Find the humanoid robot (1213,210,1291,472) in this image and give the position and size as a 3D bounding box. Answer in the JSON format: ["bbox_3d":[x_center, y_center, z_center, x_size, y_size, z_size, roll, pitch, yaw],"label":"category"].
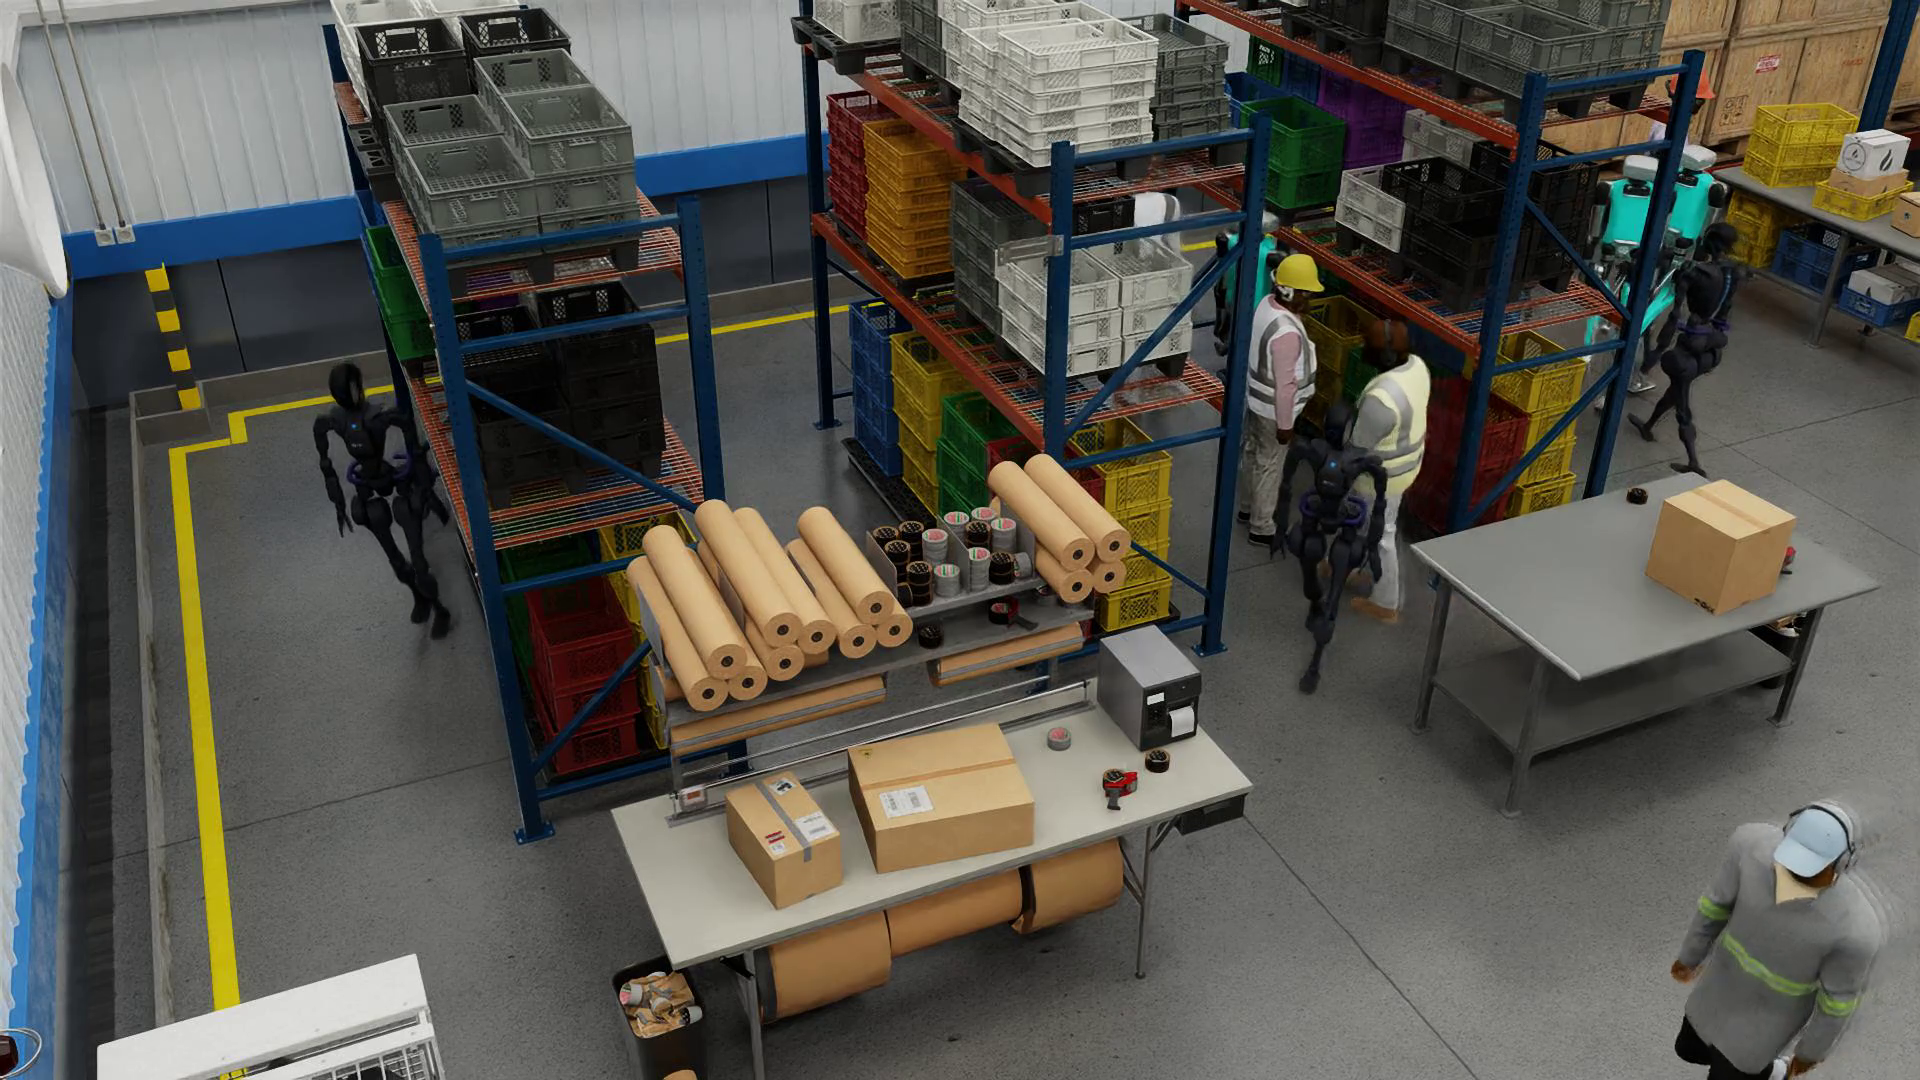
[{"bbox_3d":[1.961,-1.321,10.691,0.720,1.774,0.553,-27,40,-36],"label":"humanoid robot"}]

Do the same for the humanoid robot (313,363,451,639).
[{"bbox_3d":[-3.101,-0.223,9.000,0.615,1.633,0.490,-3,32,-4],"label":"humanoid robot"}]

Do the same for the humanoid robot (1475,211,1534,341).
[{"bbox_3d":[3.755,-1.822,11.591,0.619,1.648,0.471,23,39,33],"label":"humanoid robot"}]

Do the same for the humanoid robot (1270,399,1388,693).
[{"bbox_3d":[1.945,-0.044,8.761,0.608,1.614,0.844,12,34,19],"label":"humanoid robot"}]

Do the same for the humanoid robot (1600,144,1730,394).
[{"bbox_3d":[4.751,-1.829,11.450,0.743,1.697,0.530,-20,37,-29],"label":"humanoid robot"}]

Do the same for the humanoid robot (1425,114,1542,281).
[{"bbox_3d":[4.007,-2.701,12.995,1.013,1.758,0.532,18,36,26],"label":"humanoid robot"}]

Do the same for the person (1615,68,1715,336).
[{"bbox_3d":[5.211,-2.509,12.370,0.389,2.038,0.604,14,34,21],"label":"person"}]

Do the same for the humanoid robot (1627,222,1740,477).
[{"bbox_3d":[4.693,-1.258,10.716,0.605,1.621,0.797,-15,35,-22],"label":"humanoid robot"}]

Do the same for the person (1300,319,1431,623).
[{"bbox_3d":[2.197,-0.391,9.139,0.766,1.813,0.639,16,35,24],"label":"person"}]

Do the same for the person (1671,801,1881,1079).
[{"bbox_3d":[2.865,1.593,5.892,0.608,1.827,0.596,-13,34,-19],"label":"person"}]

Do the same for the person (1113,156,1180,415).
[{"bbox_3d":[1.175,-1.742,11.279,0.570,1.868,0.433,-12,34,-18],"label":"person"}]

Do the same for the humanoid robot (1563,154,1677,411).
[{"bbox_3d":[4.427,-1.655,11.225,0.530,1.765,0.711,9,33,14],"label":"humanoid robot"}]

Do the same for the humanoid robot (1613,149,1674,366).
[{"bbox_3d":[5.006,-2.063,11.985,0.602,1.639,0.374,-25,40,-35],"label":"humanoid robot"}]

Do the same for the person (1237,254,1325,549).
[{"bbox_3d":[1.881,-0.825,9.823,0.404,1.825,0.591,-1,32,-2],"label":"person"}]
